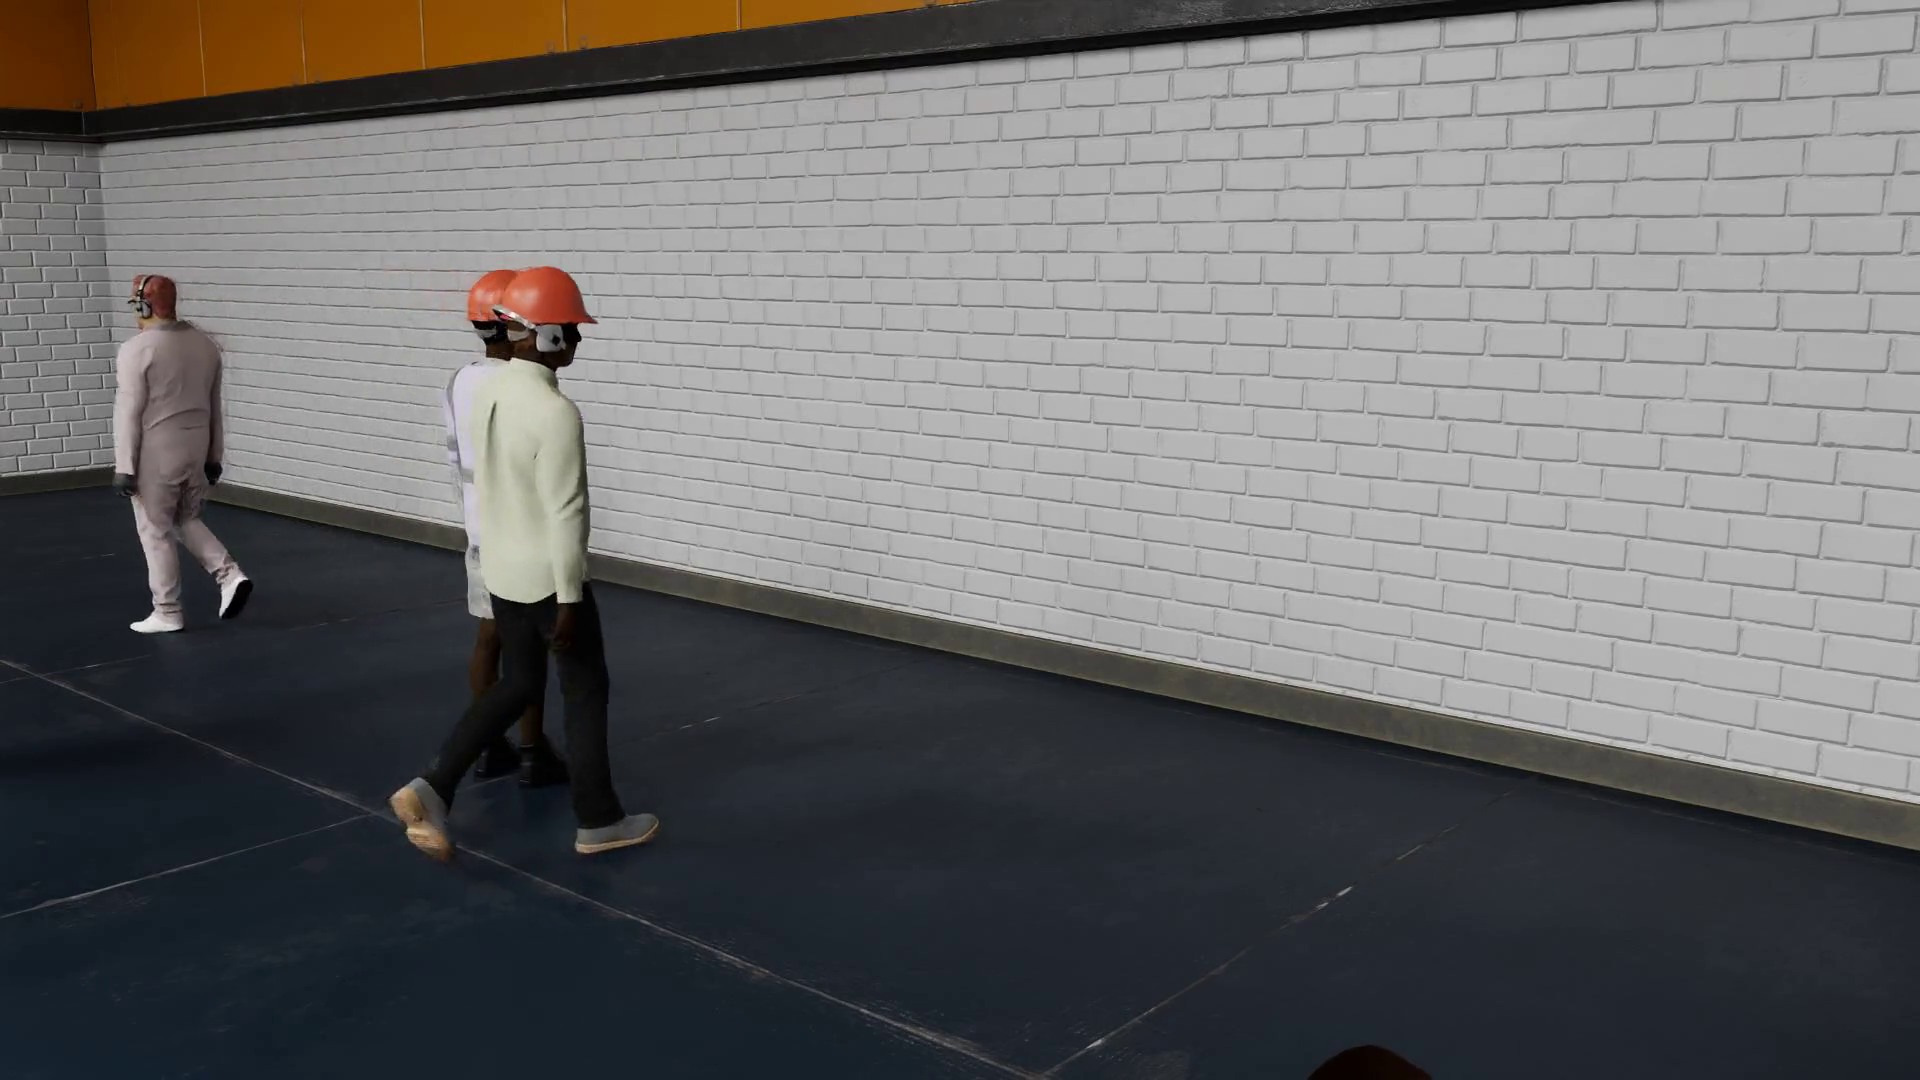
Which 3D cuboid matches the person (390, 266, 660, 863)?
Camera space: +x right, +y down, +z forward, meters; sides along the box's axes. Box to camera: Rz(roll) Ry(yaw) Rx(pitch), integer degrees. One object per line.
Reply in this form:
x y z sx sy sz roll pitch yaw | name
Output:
-1.416 0.108 5.382 0.808 1.970 0.622 -9 14 -43 | person

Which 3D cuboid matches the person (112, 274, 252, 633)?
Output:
-4.113 -0.434 8.677 0.526 1.889 0.655 3 10 14 | person

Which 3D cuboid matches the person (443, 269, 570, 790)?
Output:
-1.676 -0.033 6.254 0.545 1.942 0.353 7 12 35 | person
